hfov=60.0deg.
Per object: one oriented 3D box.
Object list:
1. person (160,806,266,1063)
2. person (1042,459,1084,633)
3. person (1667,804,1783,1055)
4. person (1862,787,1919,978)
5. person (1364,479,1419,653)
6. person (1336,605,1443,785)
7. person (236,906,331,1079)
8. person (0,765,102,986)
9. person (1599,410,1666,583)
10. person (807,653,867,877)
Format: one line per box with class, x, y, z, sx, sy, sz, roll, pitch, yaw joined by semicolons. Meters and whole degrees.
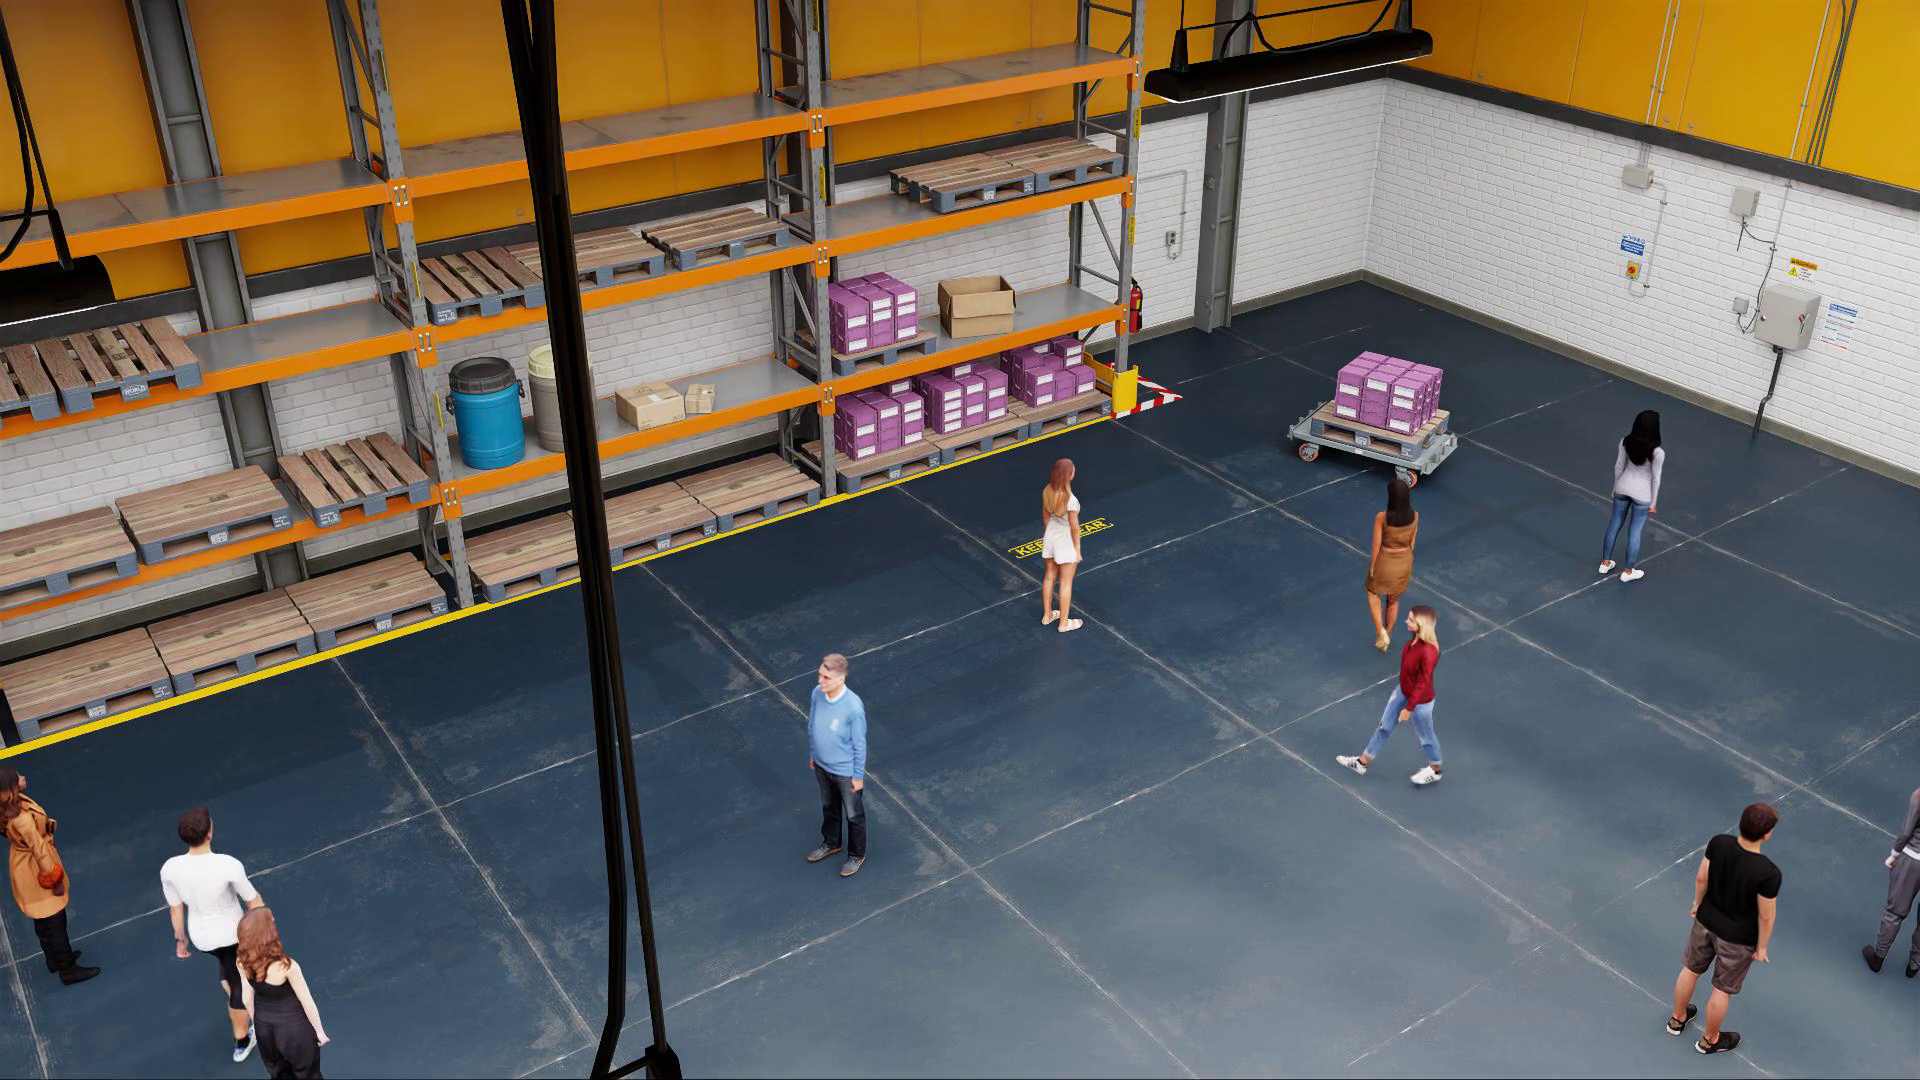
person;-4.633;2.503;10.356;0.957;1.829;0.995;-1;29;-2
person;0.905;0.036;15.018;0.579;1.697;0.584;-23;36;-35
person;4.814;2.422;10.472;0.553;1.861;0.683;-17;33;-29
person;6.410;2.154;11.049;0.654;1.779;0.675;9;30;17
person;3.808;0.282;14.590;0.749;1.673;0.794;-2;29;-3
person;3.608;1.242;12.926;1.152;1.582;0.973;-2;29;-3
person;-3.987;2.867;9.776;0.652;1.746;0.718;4;29;7
person;-6.112;2.205;11.018;0.735;1.719;0.674;23;36;35
person;6.409;-0.432;15.835;0.543;1.735;0.618;-22;35;-34
person;-0.877;1.590;12.040;0.718;1.820;0.676;20;35;33
